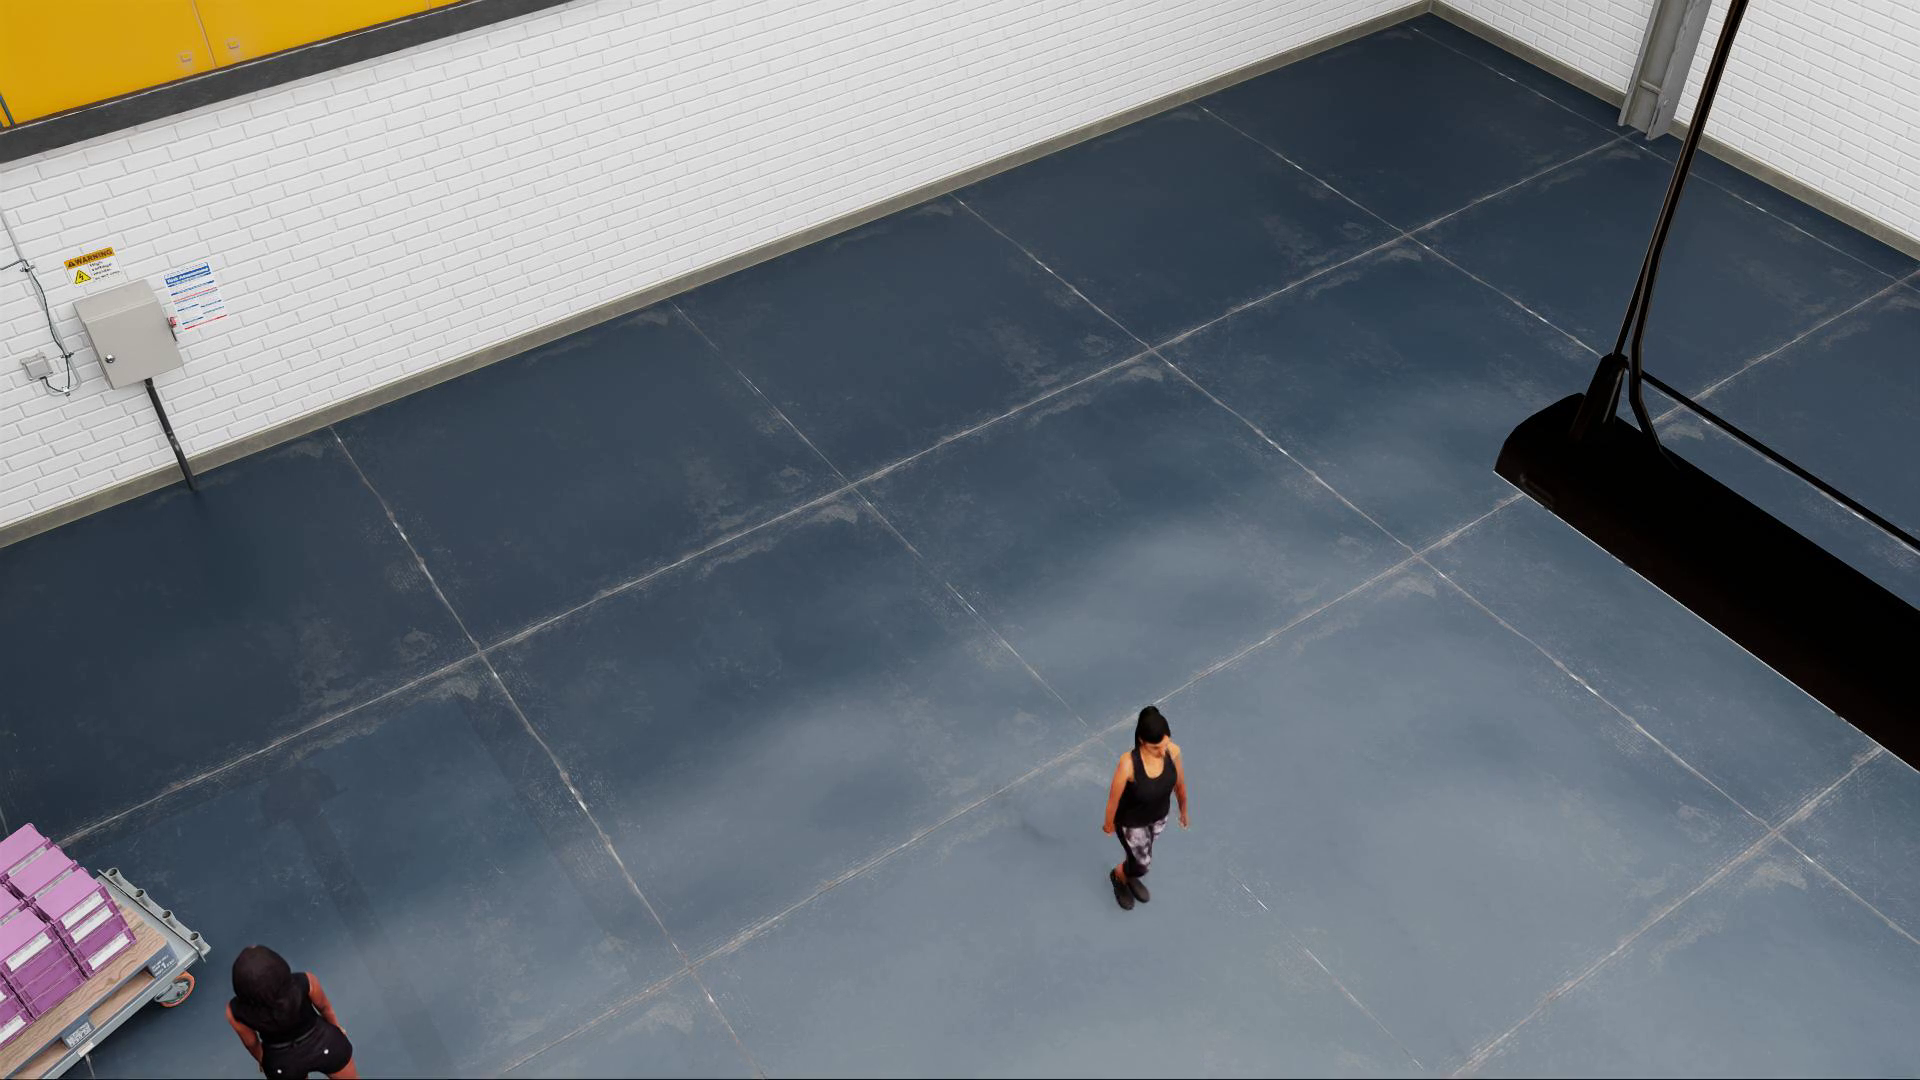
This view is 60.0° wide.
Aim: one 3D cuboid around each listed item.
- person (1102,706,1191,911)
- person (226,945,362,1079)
[{"bbox_3d":[0.981,1.474,9.430,0.593,1.656,0.545,-27,50,-25],"label":"person"},{"bbox_3d":[-3.261,2.540,8.250,0.628,1.740,0.558,-20,47,-20],"label":"person"}]
